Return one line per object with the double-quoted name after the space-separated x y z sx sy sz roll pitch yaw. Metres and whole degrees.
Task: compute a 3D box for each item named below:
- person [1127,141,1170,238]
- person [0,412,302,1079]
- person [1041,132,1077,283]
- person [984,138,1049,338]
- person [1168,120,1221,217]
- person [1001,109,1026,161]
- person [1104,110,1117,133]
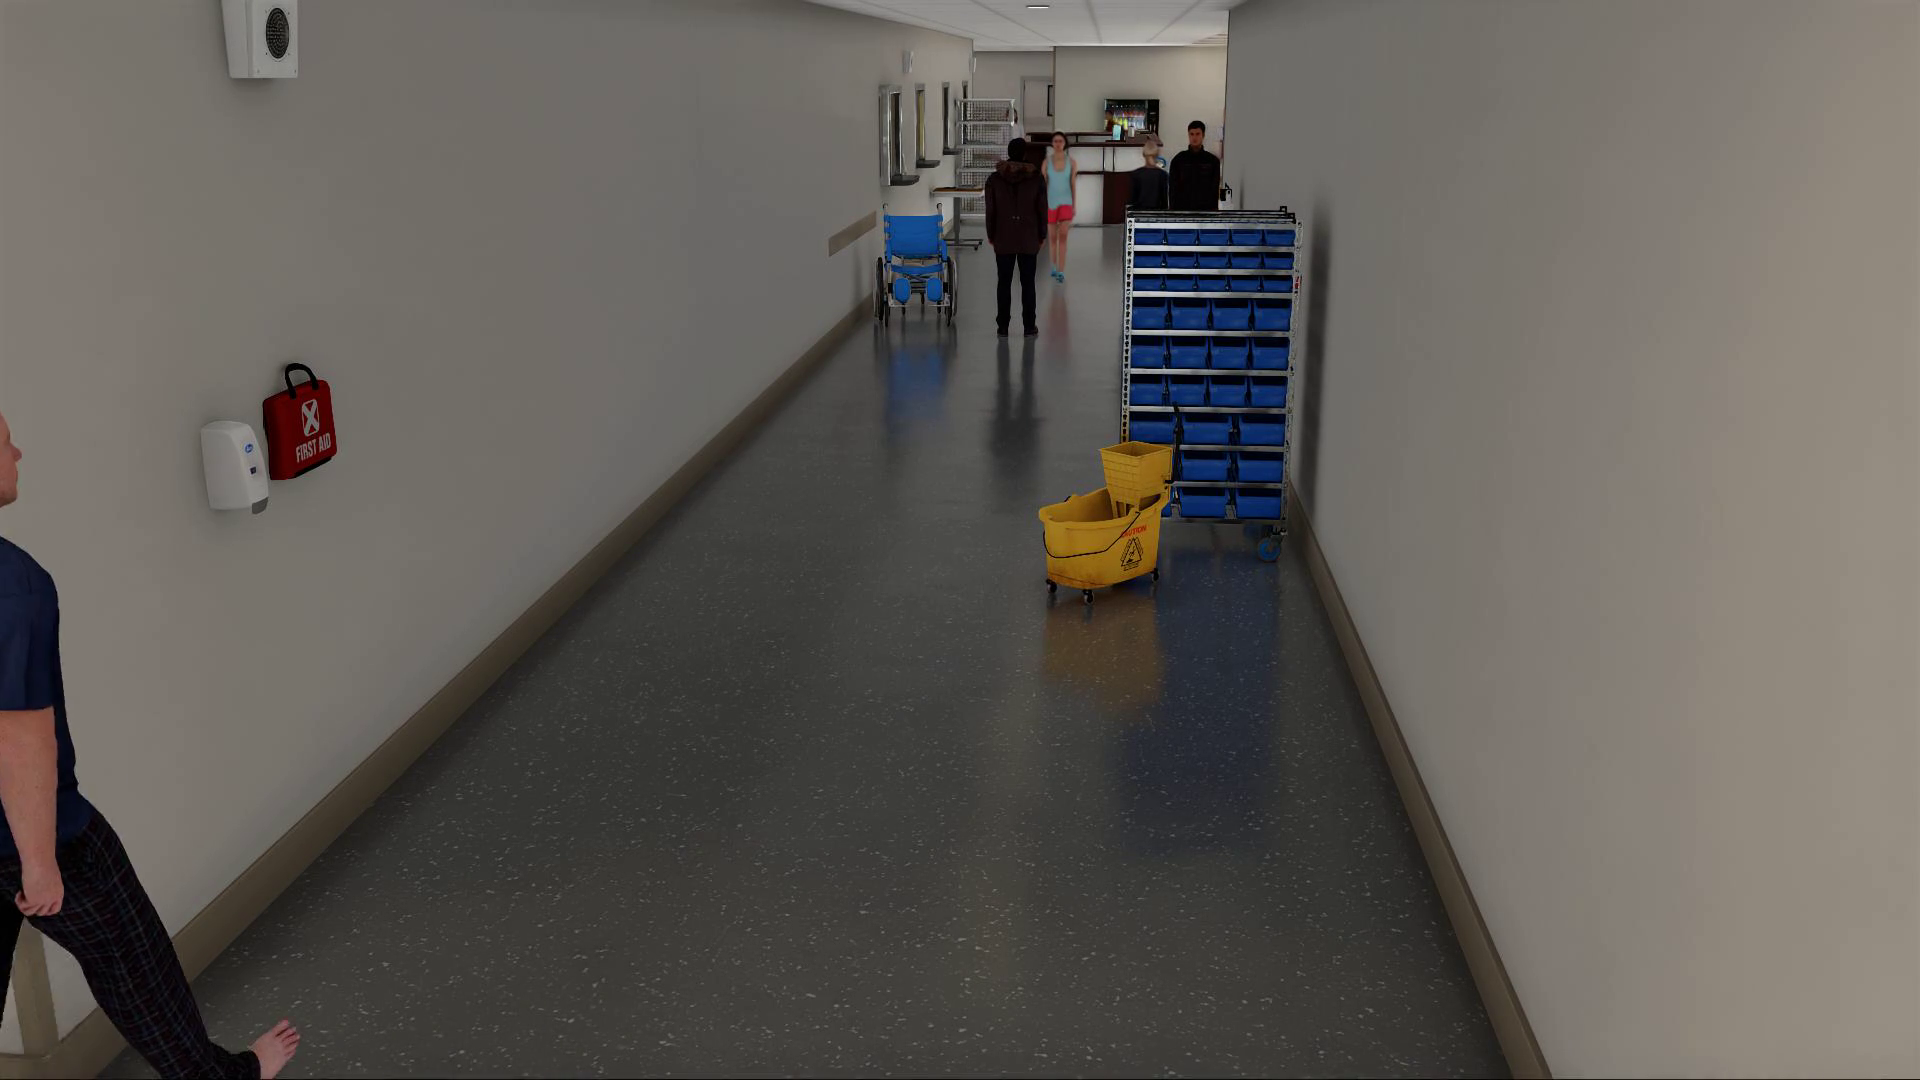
2.029 -3.453 18.159 1.063 1.666 0.757 3 16 10 "person"
-2.012 0.645 3.344 1.208 1.820 1.031 8 17 25 "person"
1.156 -3.913 19.707 1.116 1.711 0.639 1 16 5 "person"
0.533 -2.860 15.726 0.581 1.847 0.796 1 16 5 "person"
2.512 -3.537 17.945 0.542 1.945 0.770 3 16 10 "person"
0.973 -6.962 30.381 1.073 1.788 0.884 -3 16 -11 "person"
3.417 -8.663 36.794 1.154 1.583 0.872 8 18 26 "person"
